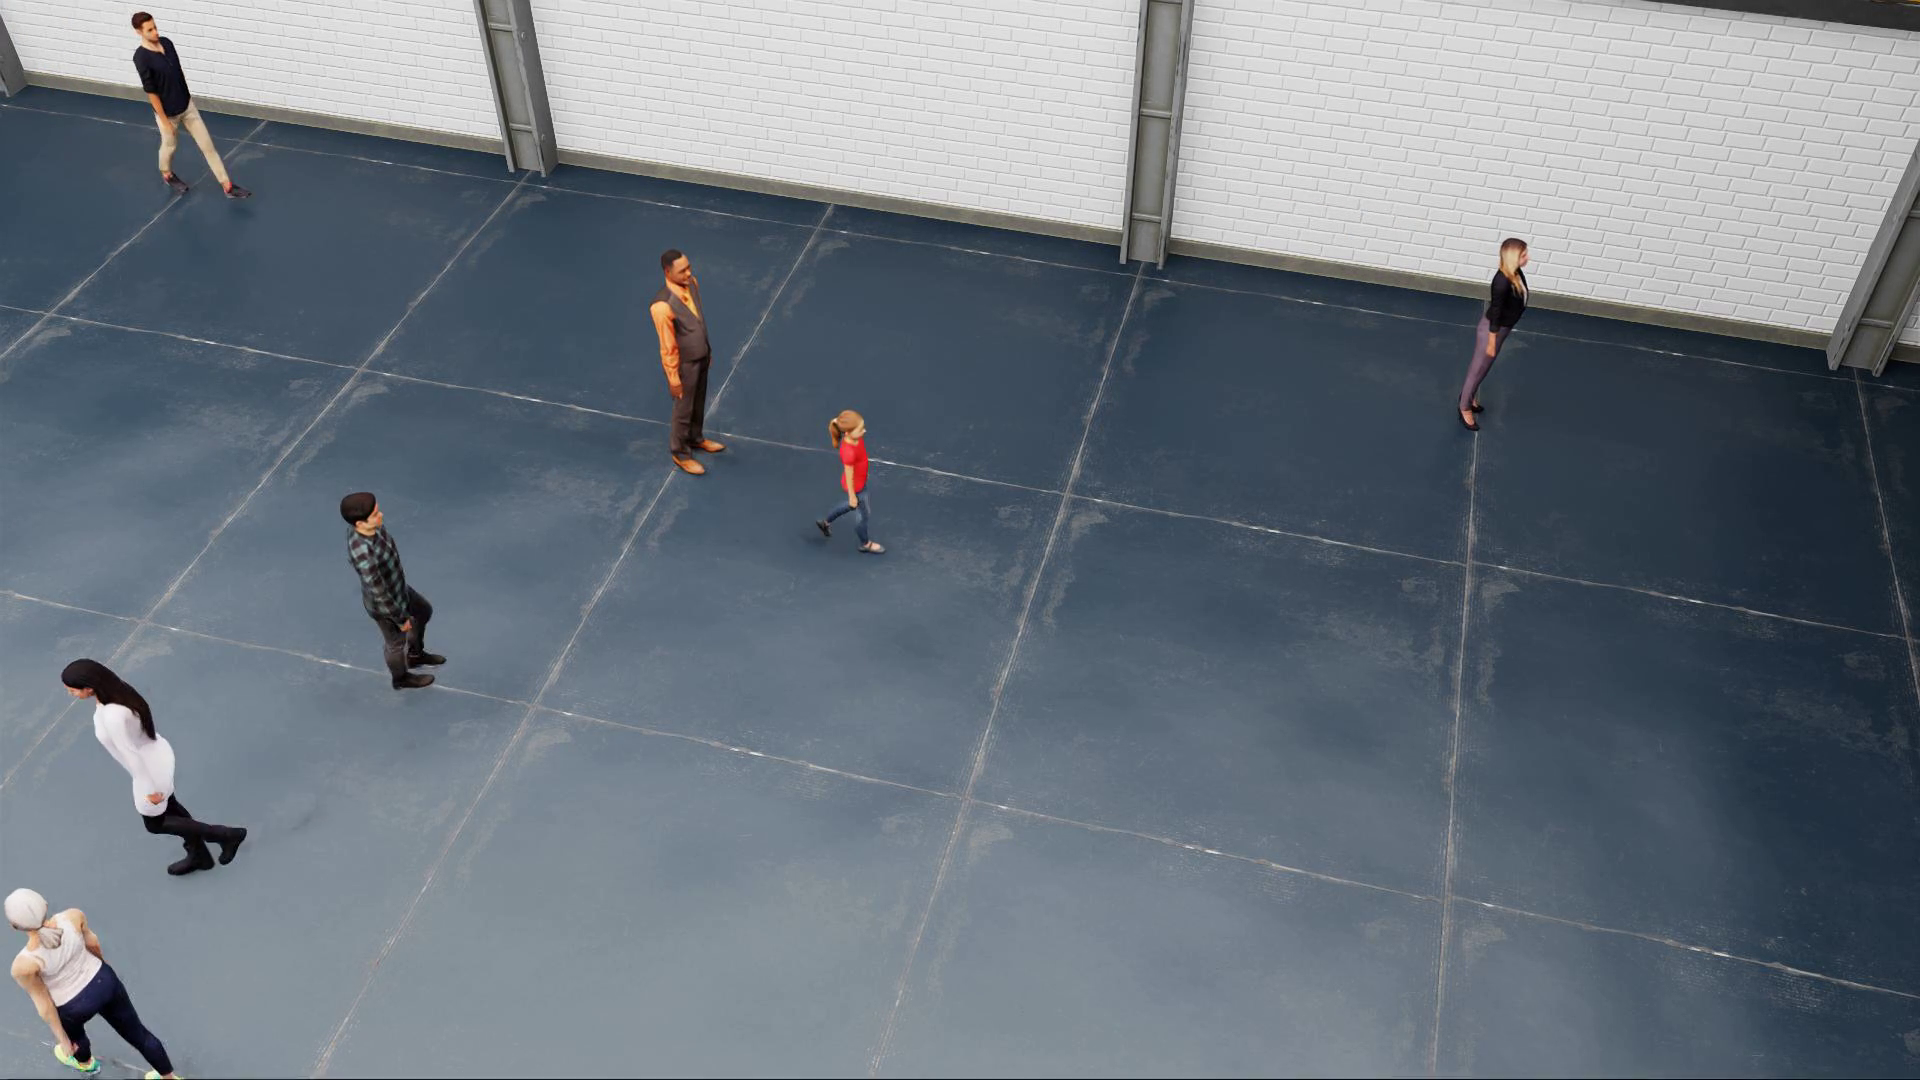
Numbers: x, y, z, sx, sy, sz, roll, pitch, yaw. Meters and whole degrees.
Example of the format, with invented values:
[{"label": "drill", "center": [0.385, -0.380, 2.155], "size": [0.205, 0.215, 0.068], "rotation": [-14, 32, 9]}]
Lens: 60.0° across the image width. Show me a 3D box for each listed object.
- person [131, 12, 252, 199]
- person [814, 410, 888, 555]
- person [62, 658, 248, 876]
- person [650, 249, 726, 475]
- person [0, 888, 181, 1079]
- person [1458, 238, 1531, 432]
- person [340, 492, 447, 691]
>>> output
[{"label": "person", "center": [-7.225, -3.927, 15.135], "size": [1.221, 1.810, 0.771], "rotation": [16, 46, 16]}, {"label": "person", "center": [-0.805, -0.414, 11.823], "size": [0.780, 1.293, 0.550], "rotation": [5, 44, 5]}, {"label": "person", "center": [-4.604, 1.310, 9.659], "size": [0.929, 1.782, 0.863], "rotation": [-19, 47, -19]}, {"label": "person", "center": [-2.050, -1.350, 12.360], "size": [0.634, 1.906, 0.718], "rotation": [15, 46, 15]}, {"label": "person", "center": [-4.422, 2.414, 8.582], "size": [1.070, 1.669, 0.760], "rotation": [17, 46, 17]}, {"label": "person", "center": [4.089, -1.603, 12.796], "size": [0.590, 1.672, 0.634], "rotation": [19, 47, 19]}, {"label": "person", "center": [-3.718, 0.338, 10.579], "size": [0.780, 1.704, 0.806], "rotation": [-9, 44, -9]}]
